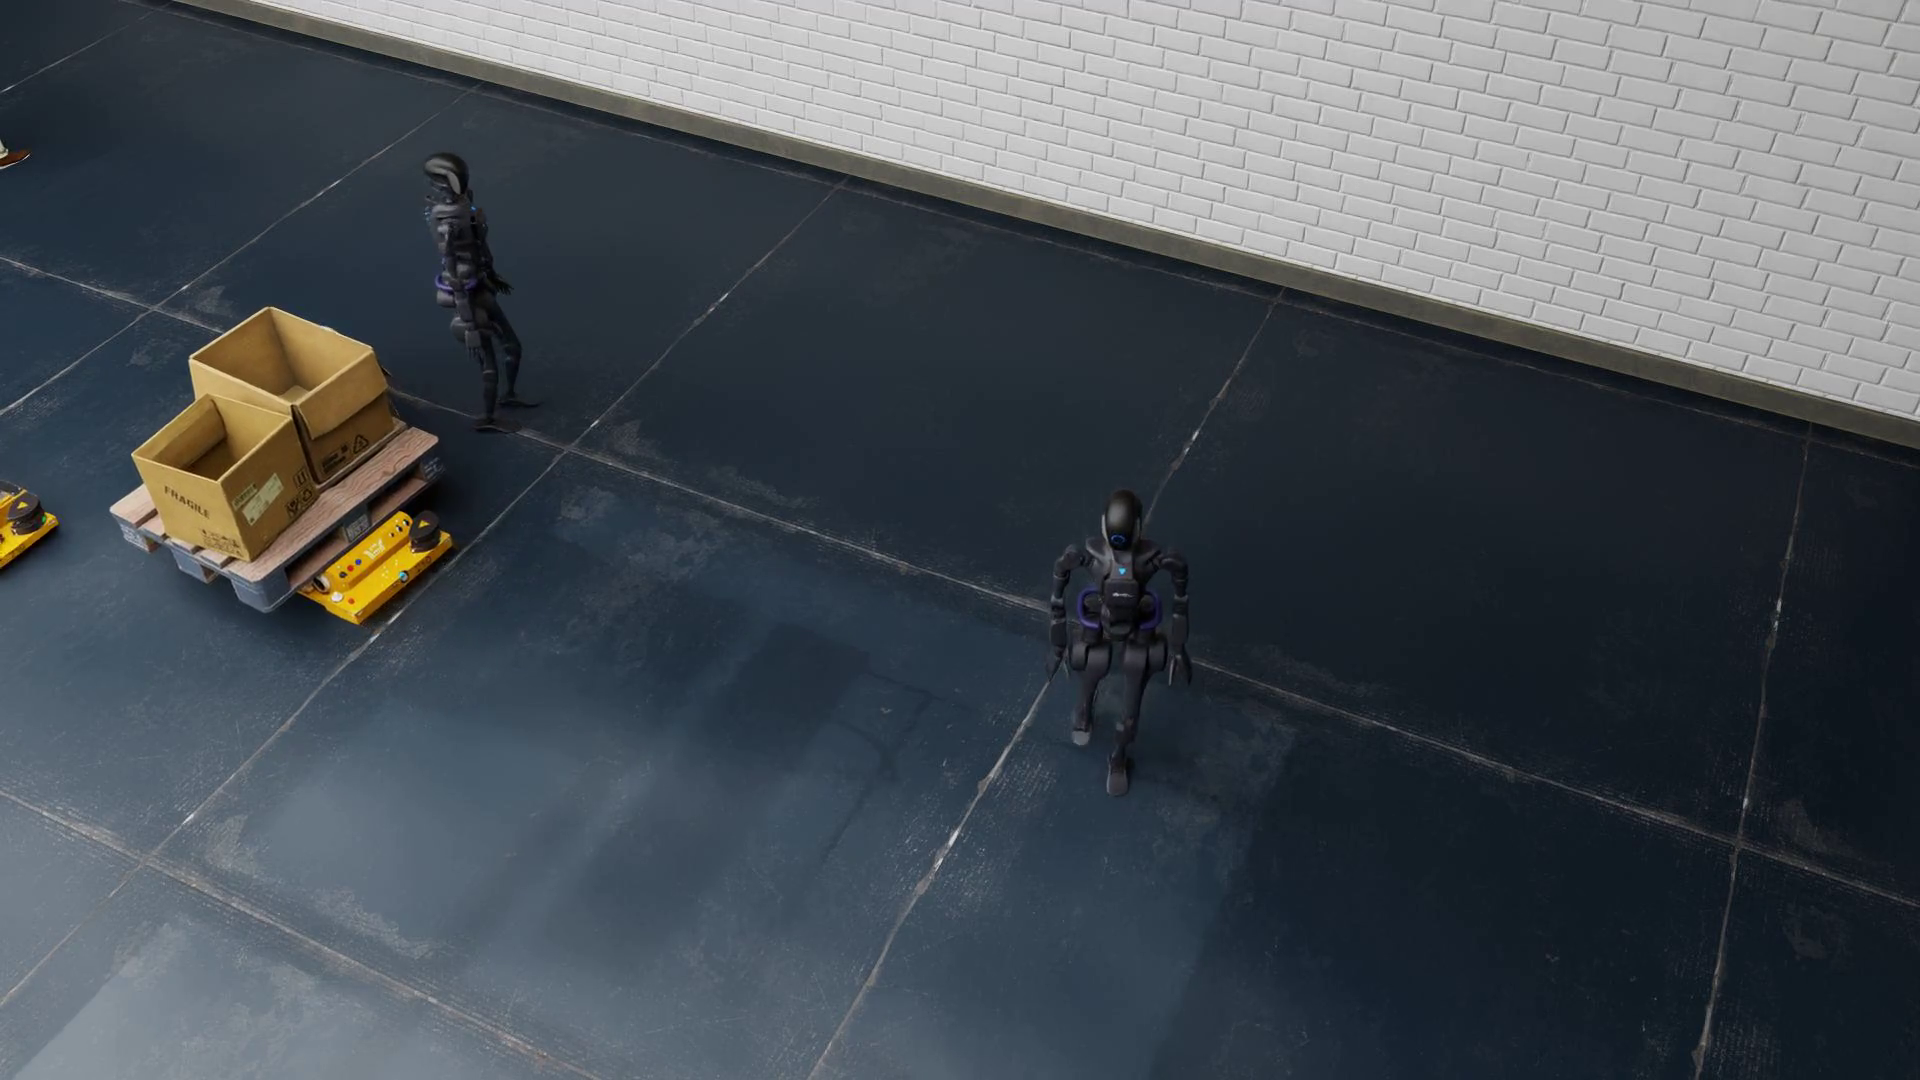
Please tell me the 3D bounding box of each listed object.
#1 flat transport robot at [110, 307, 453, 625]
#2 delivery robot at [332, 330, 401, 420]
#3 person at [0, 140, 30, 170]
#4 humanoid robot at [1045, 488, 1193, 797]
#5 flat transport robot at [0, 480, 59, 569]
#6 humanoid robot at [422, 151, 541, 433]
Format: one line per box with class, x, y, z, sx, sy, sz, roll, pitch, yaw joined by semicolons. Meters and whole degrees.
flat transport robot;-3.315;-0.088;8.351;1.431;0.231;0.659;22;47;22
delivery robot;-3.354;-0.796;8.893;0.499;0.580;0.756;-23;48;-23
person;-6.506;-3.161;10.660;0.503;1.631;0.277;13;44;14
humanoid robot;0.658;0.381;6.814;0.611;1.645;0.409;2;43;2
flat transport robot;-5.358;-0.144;8.410;1.431;0.231;0.659;18;46;18
humanoid robot;-2.497;-1.252;8.566;0.317;1.650;0.607;-1;43;-1
